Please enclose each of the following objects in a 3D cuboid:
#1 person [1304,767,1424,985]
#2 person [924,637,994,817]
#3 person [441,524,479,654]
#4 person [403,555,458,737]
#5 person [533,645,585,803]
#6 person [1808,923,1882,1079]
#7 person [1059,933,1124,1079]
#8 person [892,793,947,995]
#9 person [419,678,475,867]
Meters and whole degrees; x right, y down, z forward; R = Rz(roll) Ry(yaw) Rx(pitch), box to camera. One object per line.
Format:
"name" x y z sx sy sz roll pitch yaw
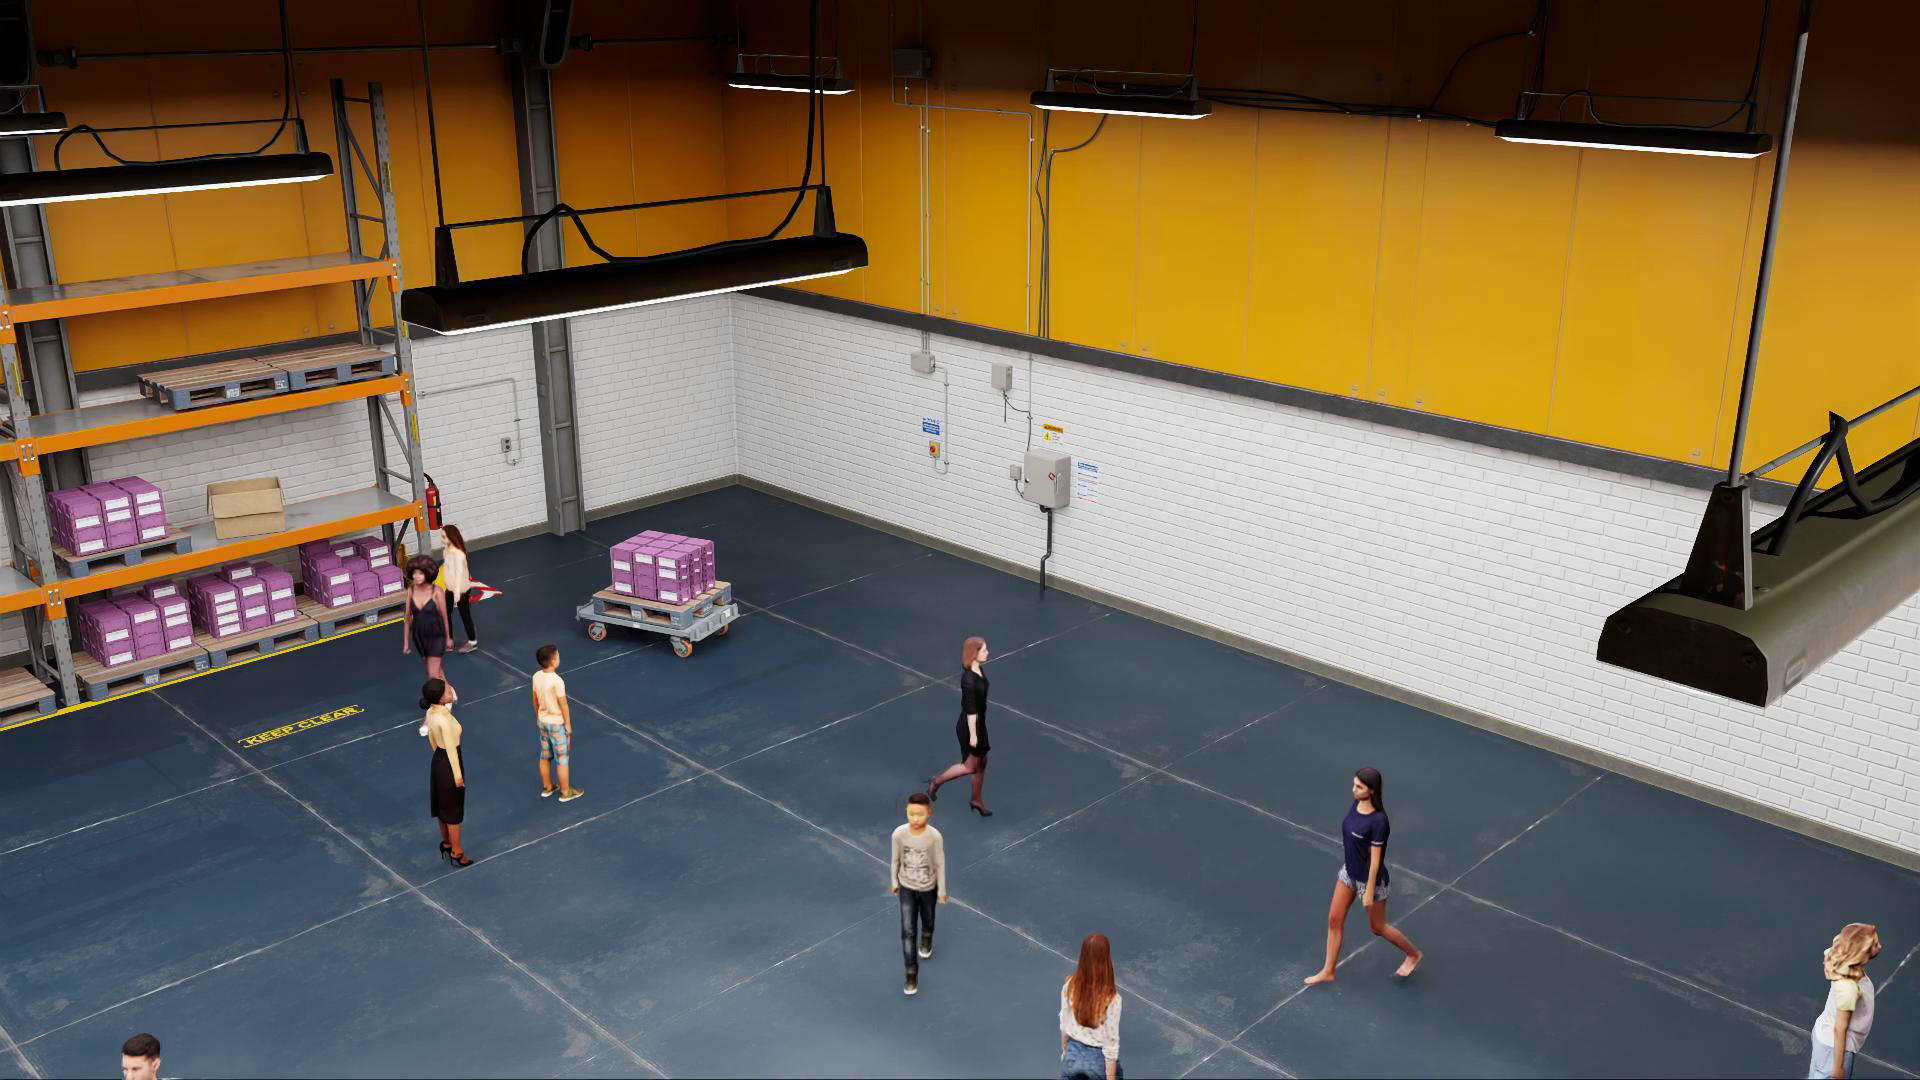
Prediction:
"person" 3.018 2.455 12.035 1.193 1.726 0.956 -5 19 -16
"person" 0.019 1.649 14.490 0.906 1.687 0.894 4 19 11
"person" -5.434 0.529 18.164 0.590 1.466 0.694 15 24 38
"person" -5.194 0.980 16.390 0.987 1.743 1.137 2 19 7
"person" -3.651 1.629 14.903 0.572 1.461 0.552 10 21 28
"person" 5.325 3.092 10.154 0.758 1.720 0.624 7 20 20
"person" 0.726 3.179 9.934 0.749 1.695 1.174 11 22 30
"person" -0.293 2.521 12.292 0.964 1.436 1.035 1 19 2
"person" -4.244 1.913 13.761 0.571 1.652 0.596 -14 23 -35
